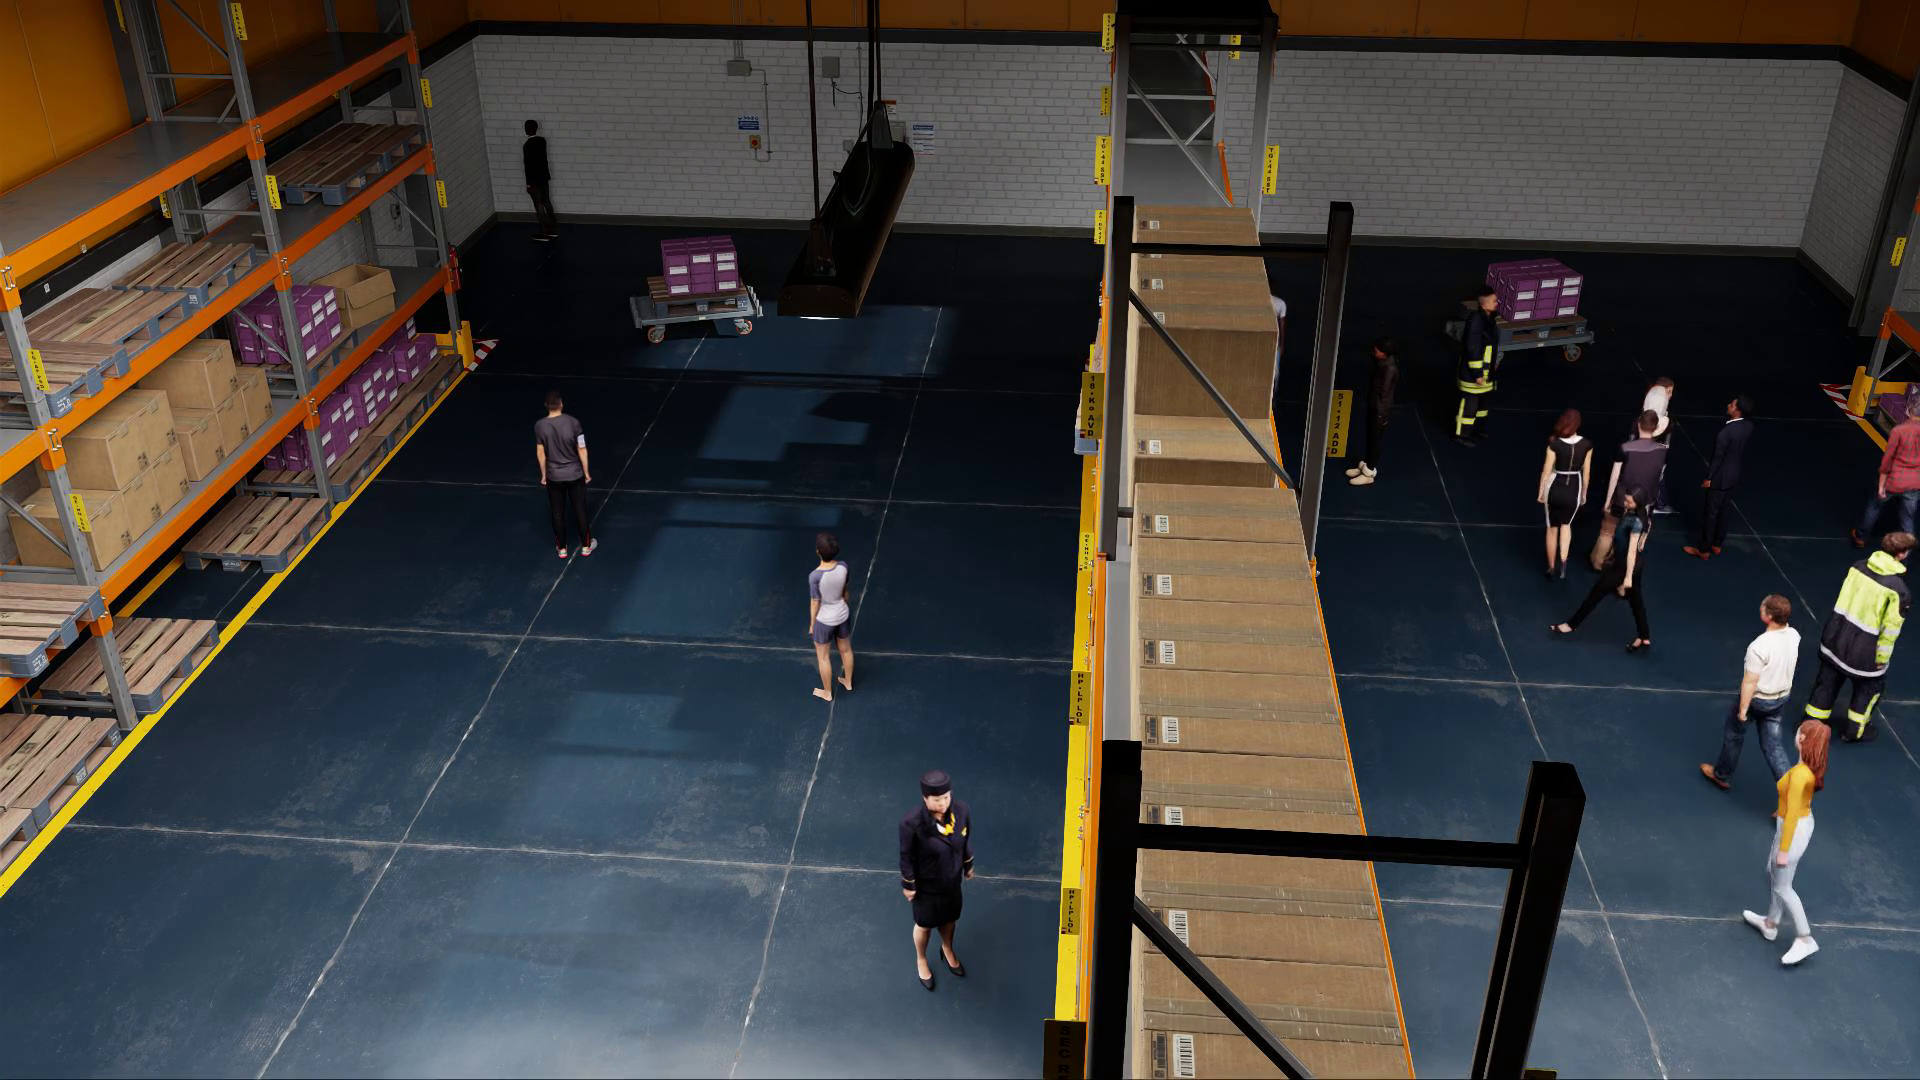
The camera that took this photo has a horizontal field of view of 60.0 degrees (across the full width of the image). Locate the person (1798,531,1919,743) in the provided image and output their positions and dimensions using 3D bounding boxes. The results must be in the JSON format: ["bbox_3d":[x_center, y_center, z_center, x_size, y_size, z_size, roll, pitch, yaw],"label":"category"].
[{"bbox_3d":[7.171,0.820,13.388,1.057,1.955,0.992,-14,32,-24],"label":"person"}]

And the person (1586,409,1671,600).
[{"bbox_3d":[6.317,-0.299,15.596,0.711,1.805,0.996,4,29,7],"label":"person"}]

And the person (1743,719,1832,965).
[{"bbox_3d":[5.719,2.042,11.377,0.961,1.736,0.901,16,32,26],"label":"person"}]

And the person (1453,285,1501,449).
[{"bbox_3d":[5.754,-1.966,18.590,0.958,1.864,0.859,21,35,33],"label":"person"}]

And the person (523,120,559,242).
[{"bbox_3d":[-6.321,-5.408,24.970,0.768,1.798,0.583,11,30,19],"label":"person"}]

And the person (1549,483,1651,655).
[{"bbox_3d":[5.936,0.293,14.640,0.914,1.681,1.107,14,31,23],"label":"person"}]

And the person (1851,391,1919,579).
[{"bbox_3d":[9.091,-0.503,15.993,0.721,1.784,1.230,3,29,6],"label":"person"}]

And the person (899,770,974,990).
[{"bbox_3d":[-0.152,2.240,11.081,0.806,1.671,0.828,-15,32,-25],"label":"person"}]

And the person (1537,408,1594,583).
[{"bbox_3d":[5.707,-0.354,15.721,0.598,1.782,0.654,3,29,6],"label":"person"}]

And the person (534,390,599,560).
[{"bbox_3d":[-3.874,-0.645,16.272,0.675,1.764,0.610,-3,29,-5],"label":"person"}]

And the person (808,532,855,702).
[{"bbox_3d":[-1.105,0.635,14.135,0.646,1.565,0.707,-22,36,-35],"label":"person"}]

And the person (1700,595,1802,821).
[{"bbox_3d":[6.194,1.291,12.669,1.036,1.817,1.299,-9,30,-17],"label":"person"}]

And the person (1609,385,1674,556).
[{"bbox_3d":[6.652,-0.660,16.233,0.610,1.829,0.541,-1,29,-2],"label":"person"}]

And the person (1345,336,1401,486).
[{"bbox_3d":[4.483,-1.398,17.761,0.662,1.662,0.611,15,32,26],"label":"person"}]

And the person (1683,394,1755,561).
[{"bbox_3d":[7.468,-0.621,16.267,0.710,1.727,0.737,-17,33,-28],"label":"person"}]

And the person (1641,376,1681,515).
[{"bbox_3d":[7.018,-0.986,17.131,0.887,1.541,0.867,23,36,35],"label":"person"}]
